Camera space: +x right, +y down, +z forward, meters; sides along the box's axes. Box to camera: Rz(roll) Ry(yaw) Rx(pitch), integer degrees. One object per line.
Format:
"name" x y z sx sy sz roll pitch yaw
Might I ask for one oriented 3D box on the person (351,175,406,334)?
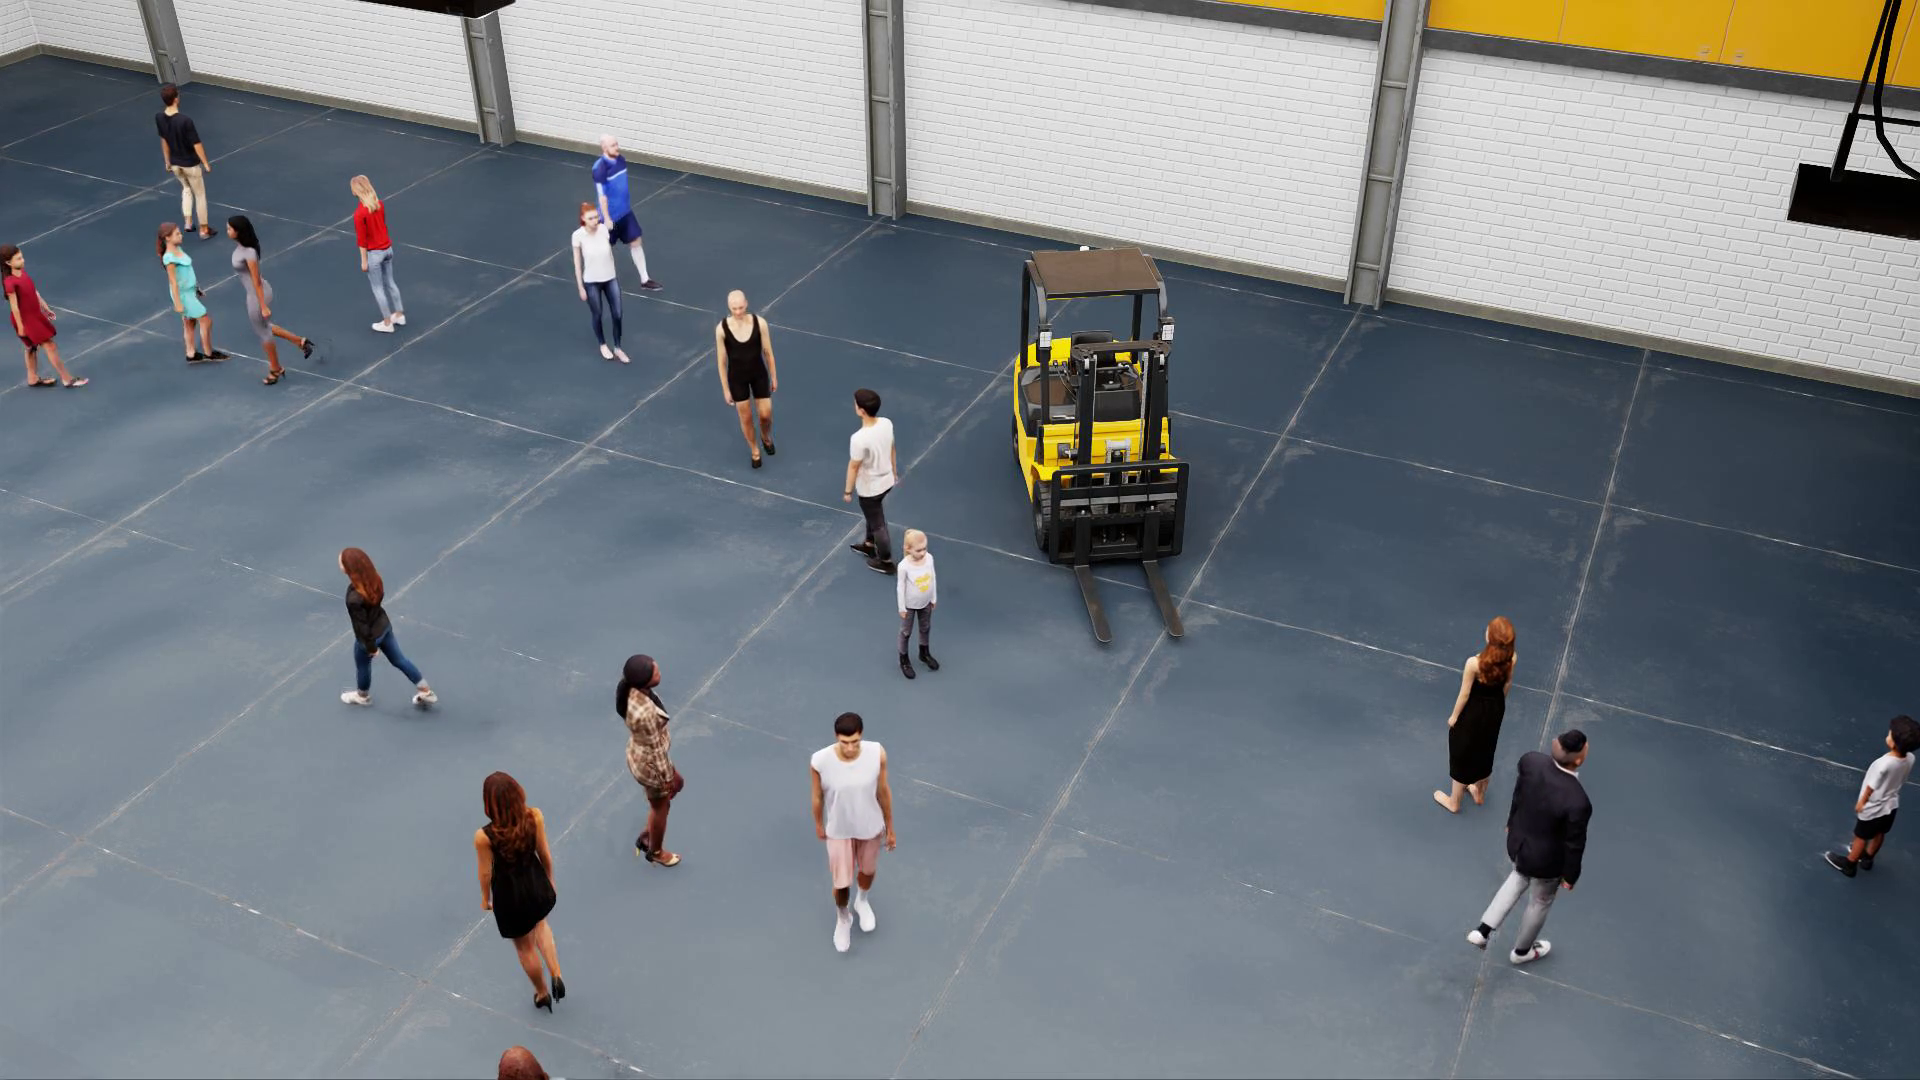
"person" -6.177 -3.035 17.651 0.561 1.698 0.649 10 35 14

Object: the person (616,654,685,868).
"person" -2.083 1.480 10.783 0.740 1.781 0.677 -12 36 -18

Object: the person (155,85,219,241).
"person" -9.163 -4.396 19.570 0.691 1.841 0.799 6 34 8

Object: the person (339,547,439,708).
"person" -4.264 0.674 12.294 1.036 1.451 0.705 6 34 9

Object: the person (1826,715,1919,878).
"person" 6.064 1.691 10.938 0.564 1.258 0.618 -13 36 -19

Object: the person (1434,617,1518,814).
"person" 3.555 1.191 11.359 0.678 1.625 0.737 -12 35 -17

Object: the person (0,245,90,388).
"person" -9.351 -2.202 16.549 0.924 1.530 0.815 -7 34 -10

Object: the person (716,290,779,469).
"person" -1.951 -1.524 15.285 0.800 1.800 0.883 -8 34 -12

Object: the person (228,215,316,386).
"person" -6.932 -2.427 16.670 0.929 1.771 0.880 -17 37 -24

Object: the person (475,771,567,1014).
"person" -2.523 2.145 9.744 0.705 1.825 0.760 -26 42 -34

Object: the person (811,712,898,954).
"person" -0.668 1.720 10.429 0.787 1.772 0.856 -8 34 -12

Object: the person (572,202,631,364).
"person" -3.737 -2.670 17.079 0.791 1.723 0.861 -18 38 -25

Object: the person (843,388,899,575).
"person" -0.655 -0.458 13.764 0.787 1.709 0.712 20 38 27

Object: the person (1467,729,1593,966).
"person" 3.439 1.875 10.048 1.028 1.937 0.982 -17 37 -24

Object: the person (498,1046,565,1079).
"person" -2.015 3.185 8.270 0.954 1.723 1.128 -20 38 -27

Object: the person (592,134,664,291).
"person" -3.898 -3.615 18.430 1.174 1.802 0.690 16 37 22

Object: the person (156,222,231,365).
"person" -7.992 -2.504 16.986 0.800 1.549 0.733 -7 34 -10

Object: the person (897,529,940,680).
"person" -0.341 0.462 12.771 0.563 1.276 0.604 -20 38 -27
